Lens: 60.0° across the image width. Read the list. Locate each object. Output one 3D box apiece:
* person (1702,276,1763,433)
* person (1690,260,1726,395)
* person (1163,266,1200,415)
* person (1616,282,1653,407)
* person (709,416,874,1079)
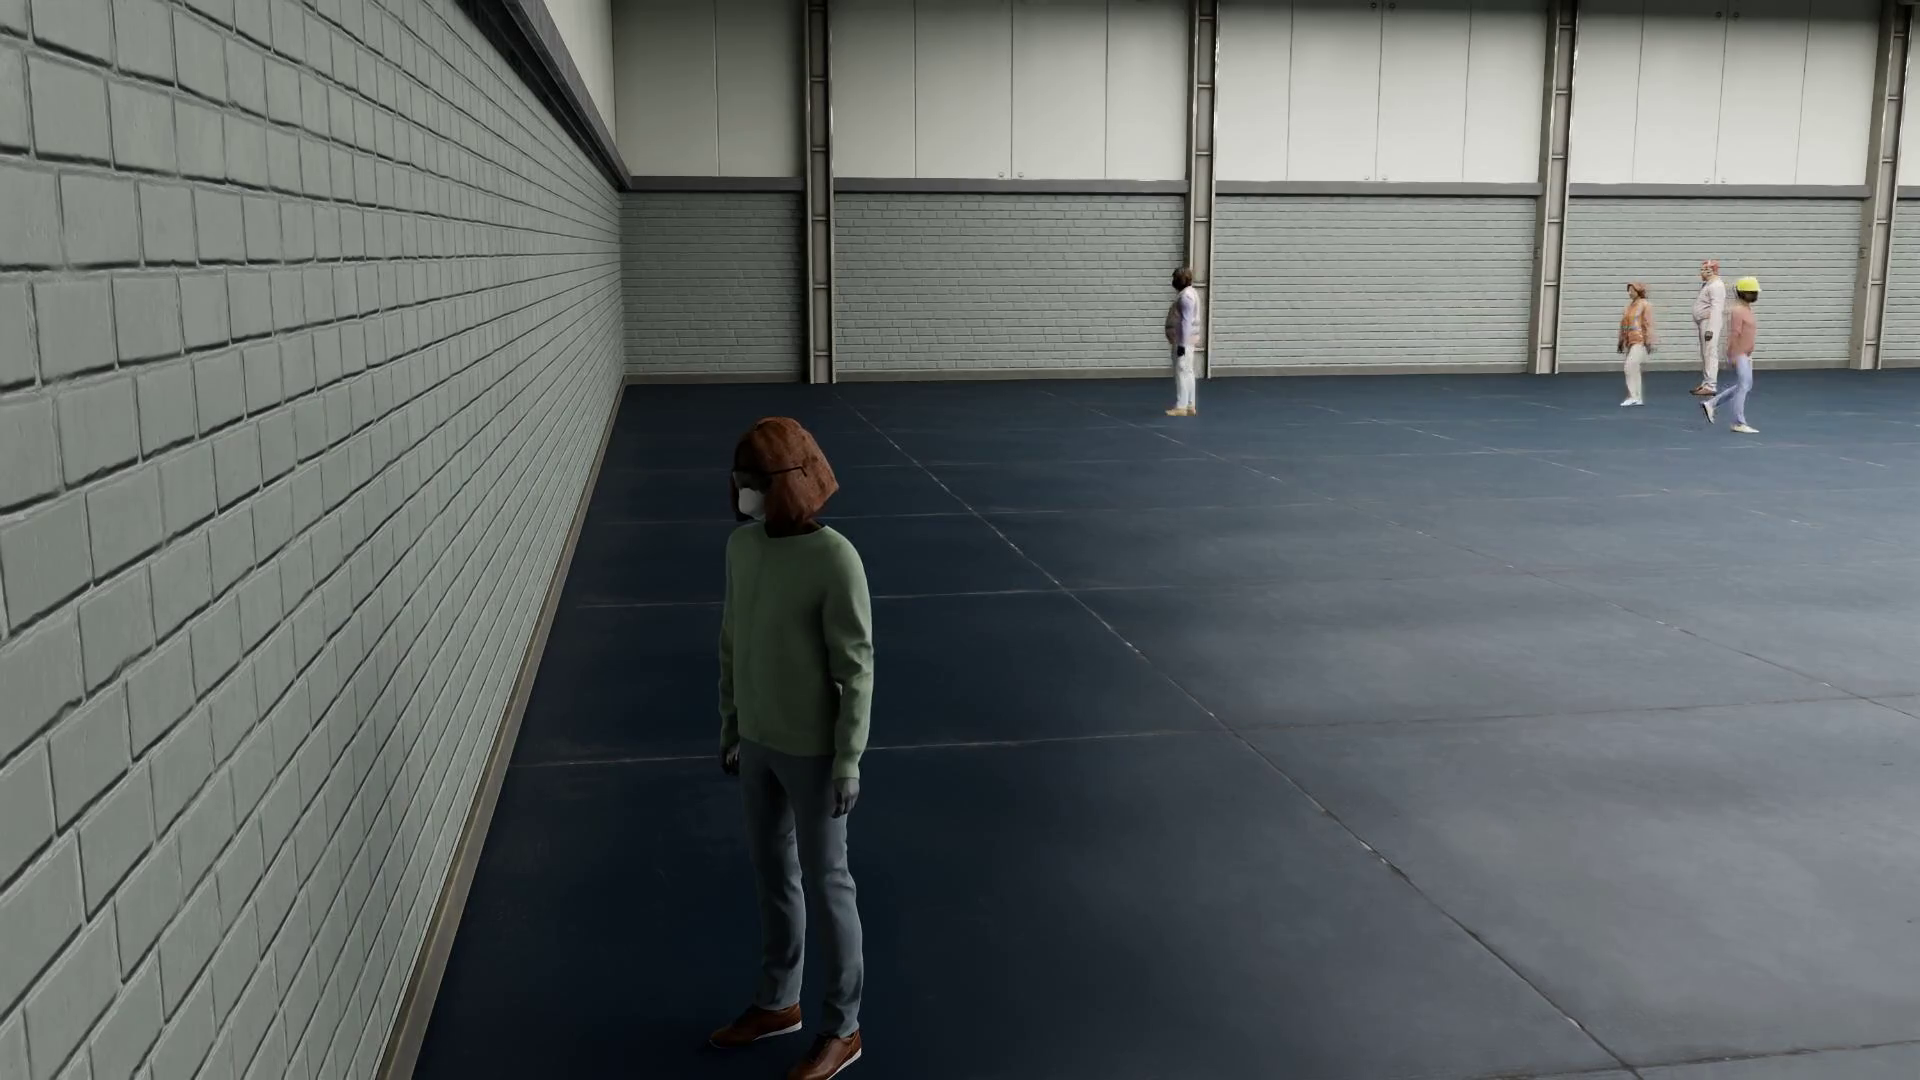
[{"bbox_3d":[8.698,-2.079,18.660,0.598,1.751,0.529,9,14,43],"label":"person"},{"bbox_3d":[10.542,-2.993,23.469,0.401,1.904,0.646,4,10,20],"label":"person"},{"bbox_3d":[2.745,-2.456,20.565,0.429,1.842,0.633,2,10,13],"label":"person"},{"bbox_3d":[8.723,-2.540,21.647,0.537,1.619,0.549,-2,10,-10],"label":"person"},{"bbox_3d":[-0.419,0.511,4.073,0.266,1.631,0.509,-10,14,-44],"label":"person"}]
